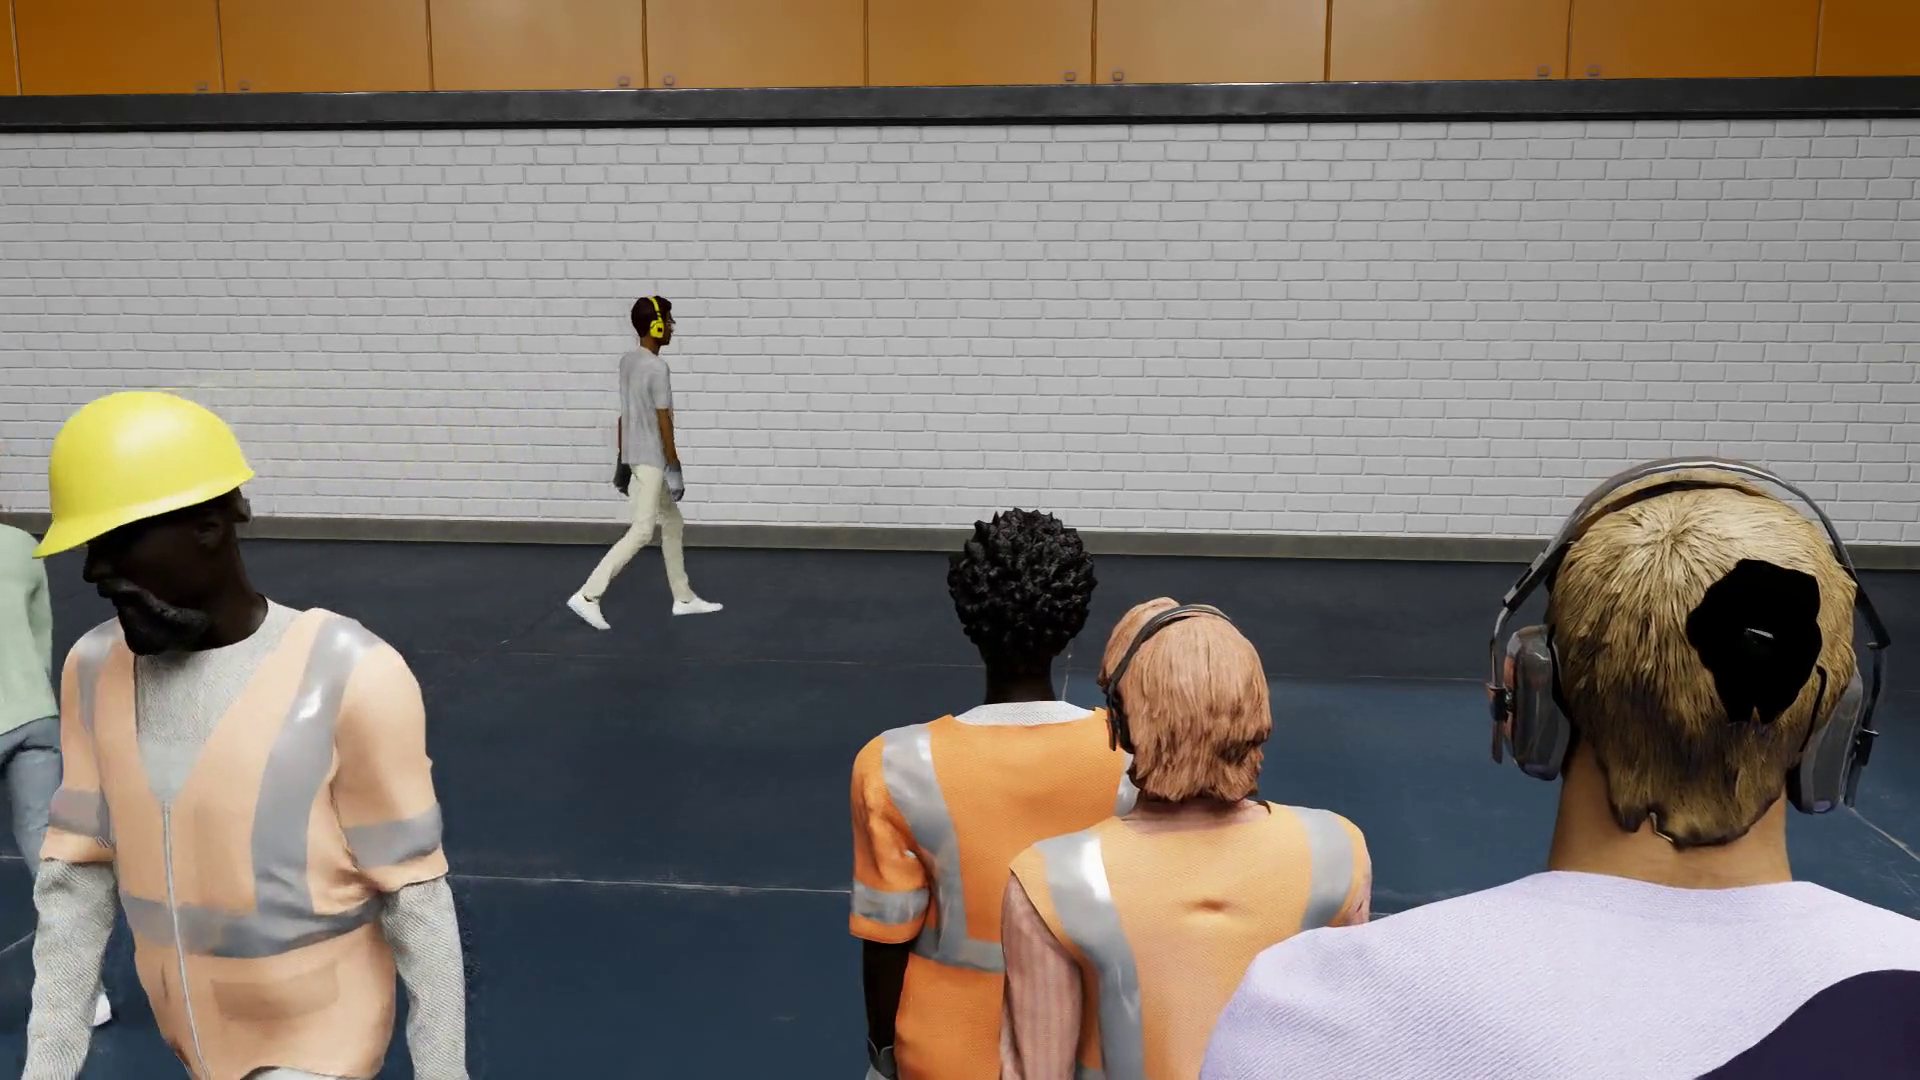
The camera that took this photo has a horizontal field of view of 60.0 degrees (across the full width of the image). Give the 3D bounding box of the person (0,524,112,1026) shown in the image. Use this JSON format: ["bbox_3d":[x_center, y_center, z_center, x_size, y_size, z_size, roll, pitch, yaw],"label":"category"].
[{"bbox_3d":[-2.565,0.520,4.395,0.662,1.594,0.518,4,11,19],"label":"person"}]

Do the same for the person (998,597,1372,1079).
[{"bbox_3d":[0.287,0.888,2.172,0.514,1.642,0.310,-3,10,-15],"label":"person"}]

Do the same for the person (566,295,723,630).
[{"bbox_3d":[-1.772,-0.427,9.176,0.921,1.838,0.542,-6,12,-32],"label":"person"}]

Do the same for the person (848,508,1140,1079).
[{"bbox_3d":[0.094,0.795,2.548,0.534,1.697,0.318,-2,10,-10],"label":"person"}]

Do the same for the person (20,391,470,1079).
[{"bbox_3d":[-1.054,0.734,2.366,0.600,1.876,0.885,4,11,23],"label":"person"}]

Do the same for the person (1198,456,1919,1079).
[{"bbox_3d":[0.479,0.903,1.232,0.627,1.941,0.371,2,10,9],"label":"person"}]
